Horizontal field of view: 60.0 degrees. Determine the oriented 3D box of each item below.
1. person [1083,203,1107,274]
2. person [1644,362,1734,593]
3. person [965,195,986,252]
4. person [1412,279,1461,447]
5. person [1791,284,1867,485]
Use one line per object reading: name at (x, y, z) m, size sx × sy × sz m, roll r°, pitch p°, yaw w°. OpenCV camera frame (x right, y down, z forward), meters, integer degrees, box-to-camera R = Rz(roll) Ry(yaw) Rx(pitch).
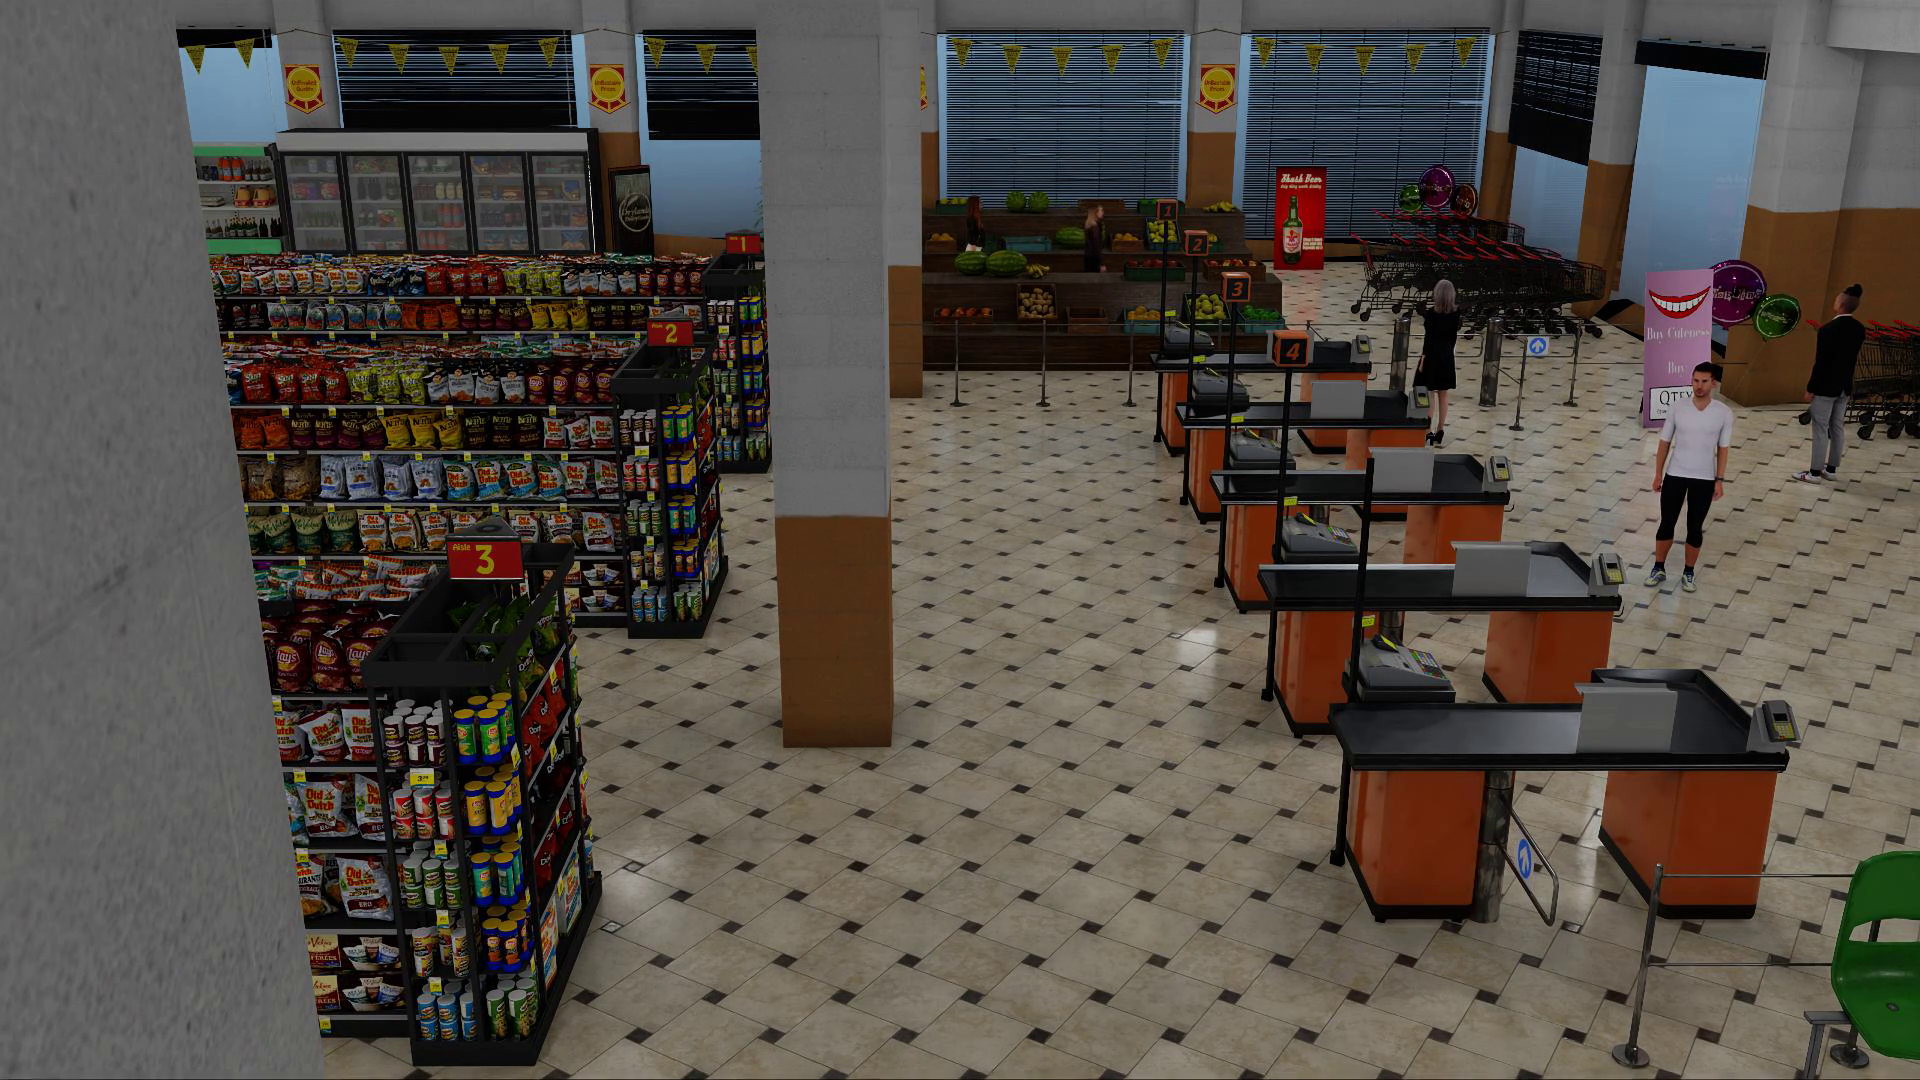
person at (1.789, -3.919, 23.650) m, size 1.093 × 1.672 × 0.630 m, roll 0°, pitch 19°, yaw 0°
person at (5.832, -0.516, 13.278) m, size 0.662 × 1.851 × 0.811 m, roll 9°, pitch 21°, yaw 26°
person at (0.199, -4.228, 24.516) m, size 0.515 × 1.704 × 0.596 m, roll 1°, pitch 19°, yaw 2°
person at (5.005, -1.869, 17.455) m, size 0.632 × 1.746 × 0.748 m, roll -8°, pitch 20°, yaw -22°
person at (8.453, -1.516, 16.090) m, size 0.691 × 1.950 × 0.845 m, roll -8°, pitch 20°, yaw -22°
